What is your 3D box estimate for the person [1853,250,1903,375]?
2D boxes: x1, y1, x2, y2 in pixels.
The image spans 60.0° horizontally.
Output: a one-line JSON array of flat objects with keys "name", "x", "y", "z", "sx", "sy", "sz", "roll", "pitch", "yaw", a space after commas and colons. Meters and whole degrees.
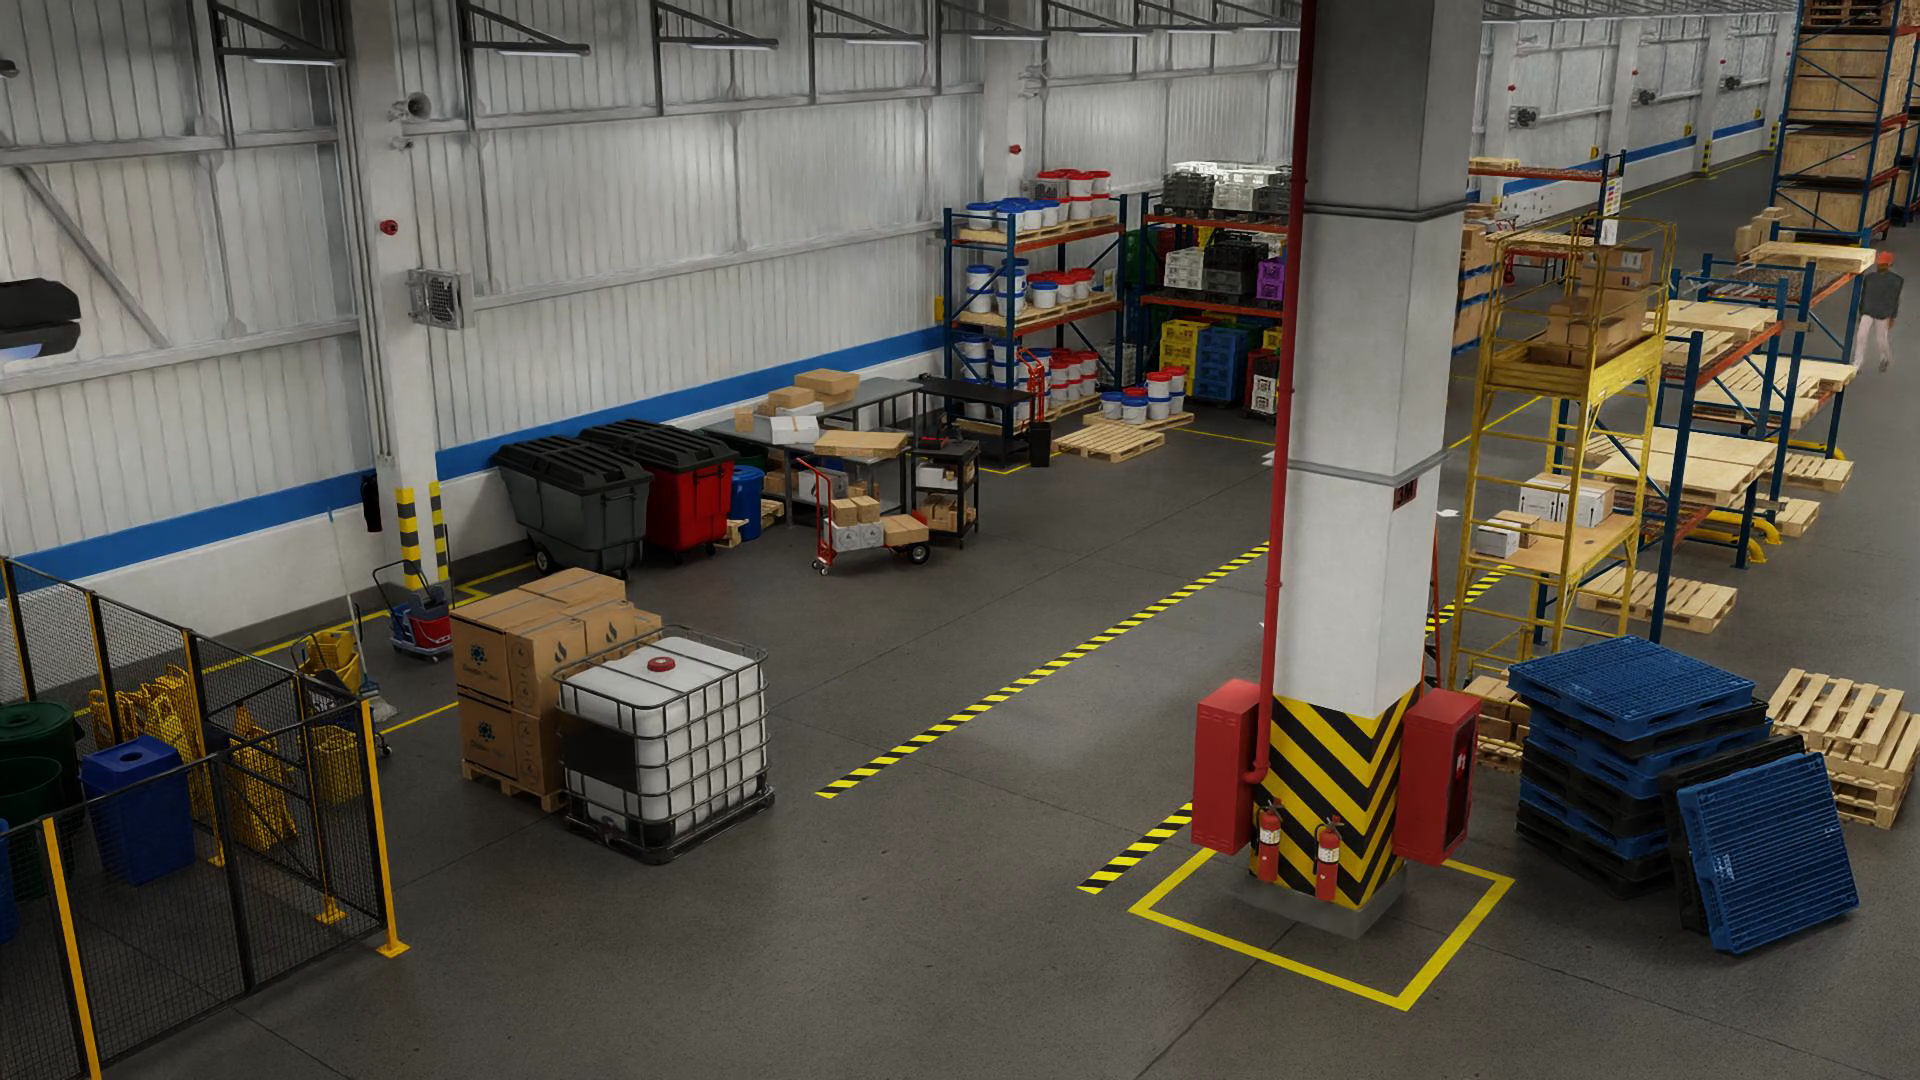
[{"name": "person", "x": 14.316, "y": -3.535, "z": 25.901, "sx": 0.873, "sy": 1.967, "sz": 0.620, "roll": -14, "pitch": 22, "yaw": -36}]
